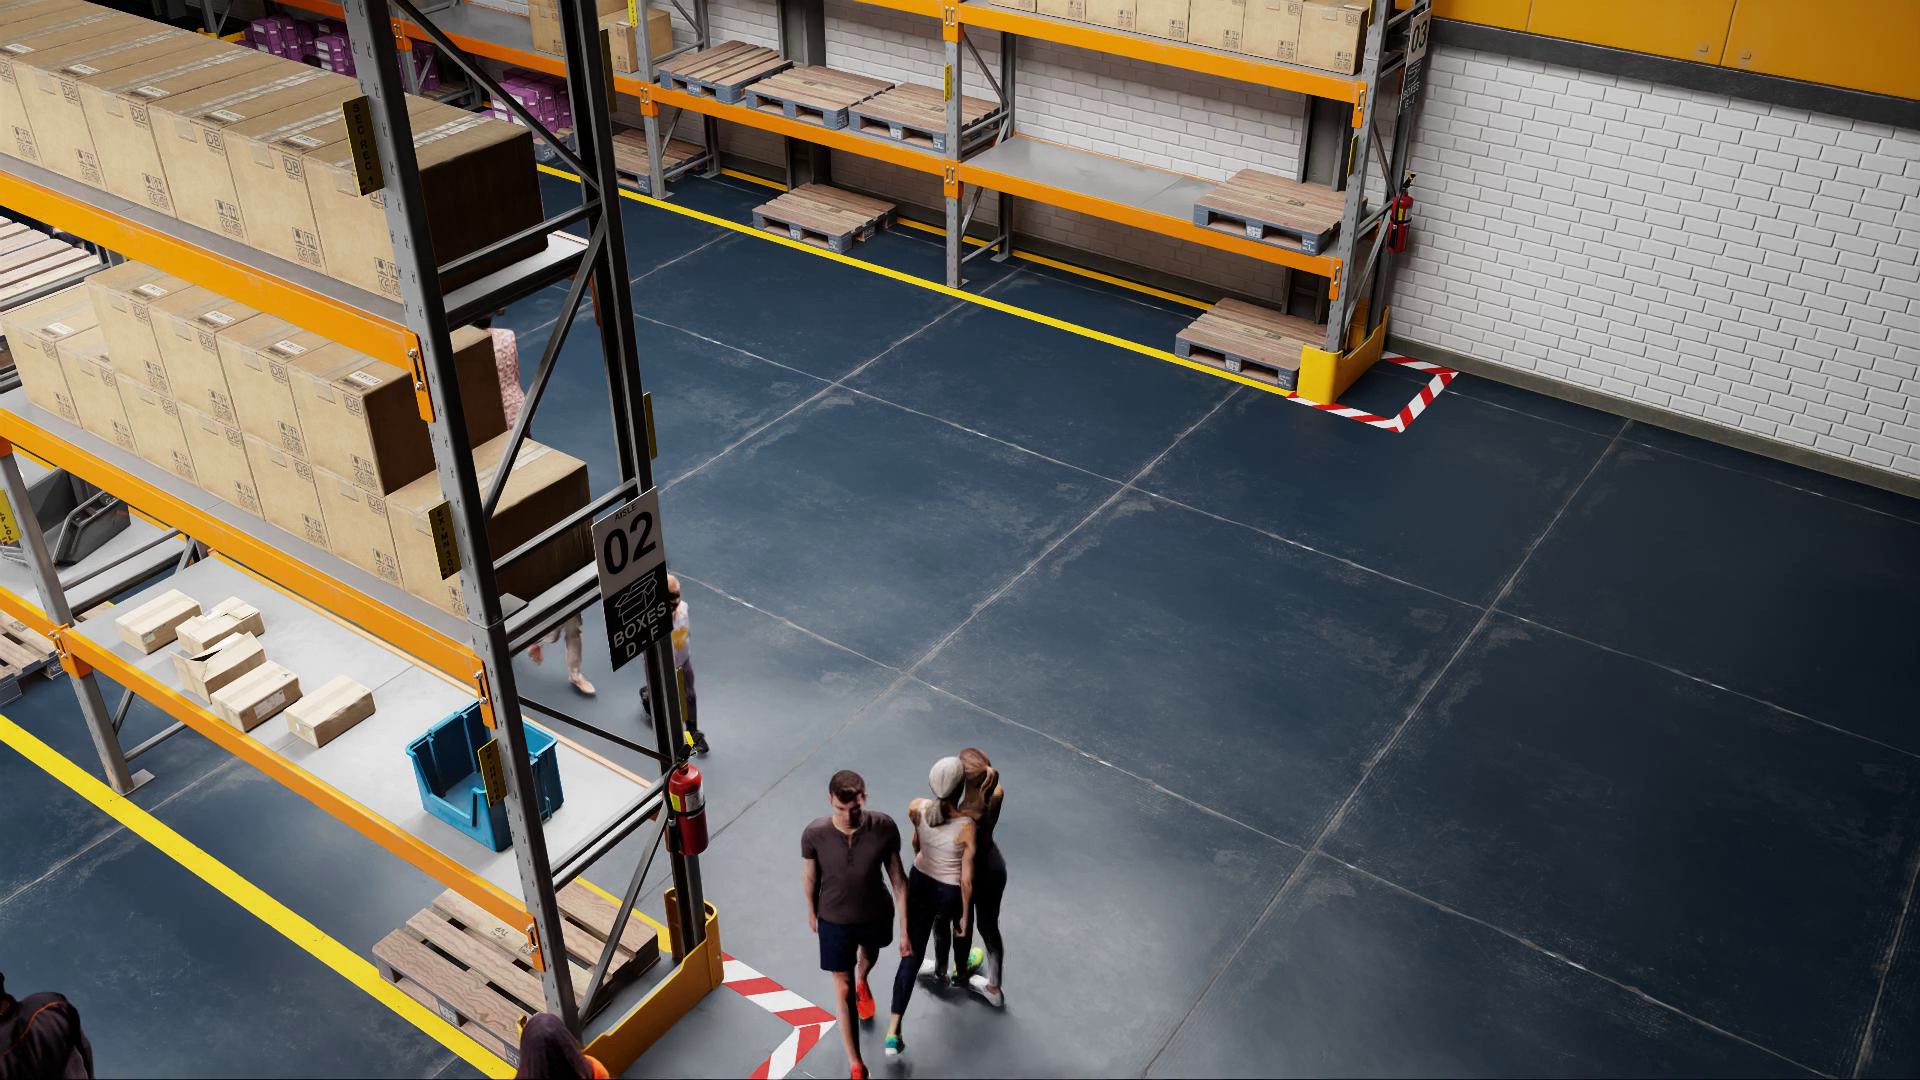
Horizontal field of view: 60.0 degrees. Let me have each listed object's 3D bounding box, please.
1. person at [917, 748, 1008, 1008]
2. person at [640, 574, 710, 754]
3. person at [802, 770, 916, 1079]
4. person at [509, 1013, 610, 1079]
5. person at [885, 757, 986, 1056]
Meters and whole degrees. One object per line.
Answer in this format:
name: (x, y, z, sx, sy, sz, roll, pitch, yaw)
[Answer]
person: (0.139, 1.773, 8.531, 0.816, 1.689, 0.653, 28, 43, 35)
person: (-1.863, 0.733, 10.485, 0.633, 1.258, 0.911, -24, 41, -32)
person: (-0.521, 1.814, 8.360, 1.156, 1.810, 1.201, -5, 34, -8)
person: (-1.685, 2.665, 7.135, 0.704, 1.748, 0.722, -13, 36, -19)
person: (-0.143, 1.873, 8.402, 1.151, 1.665, 0.778, 15, 36, 21)
